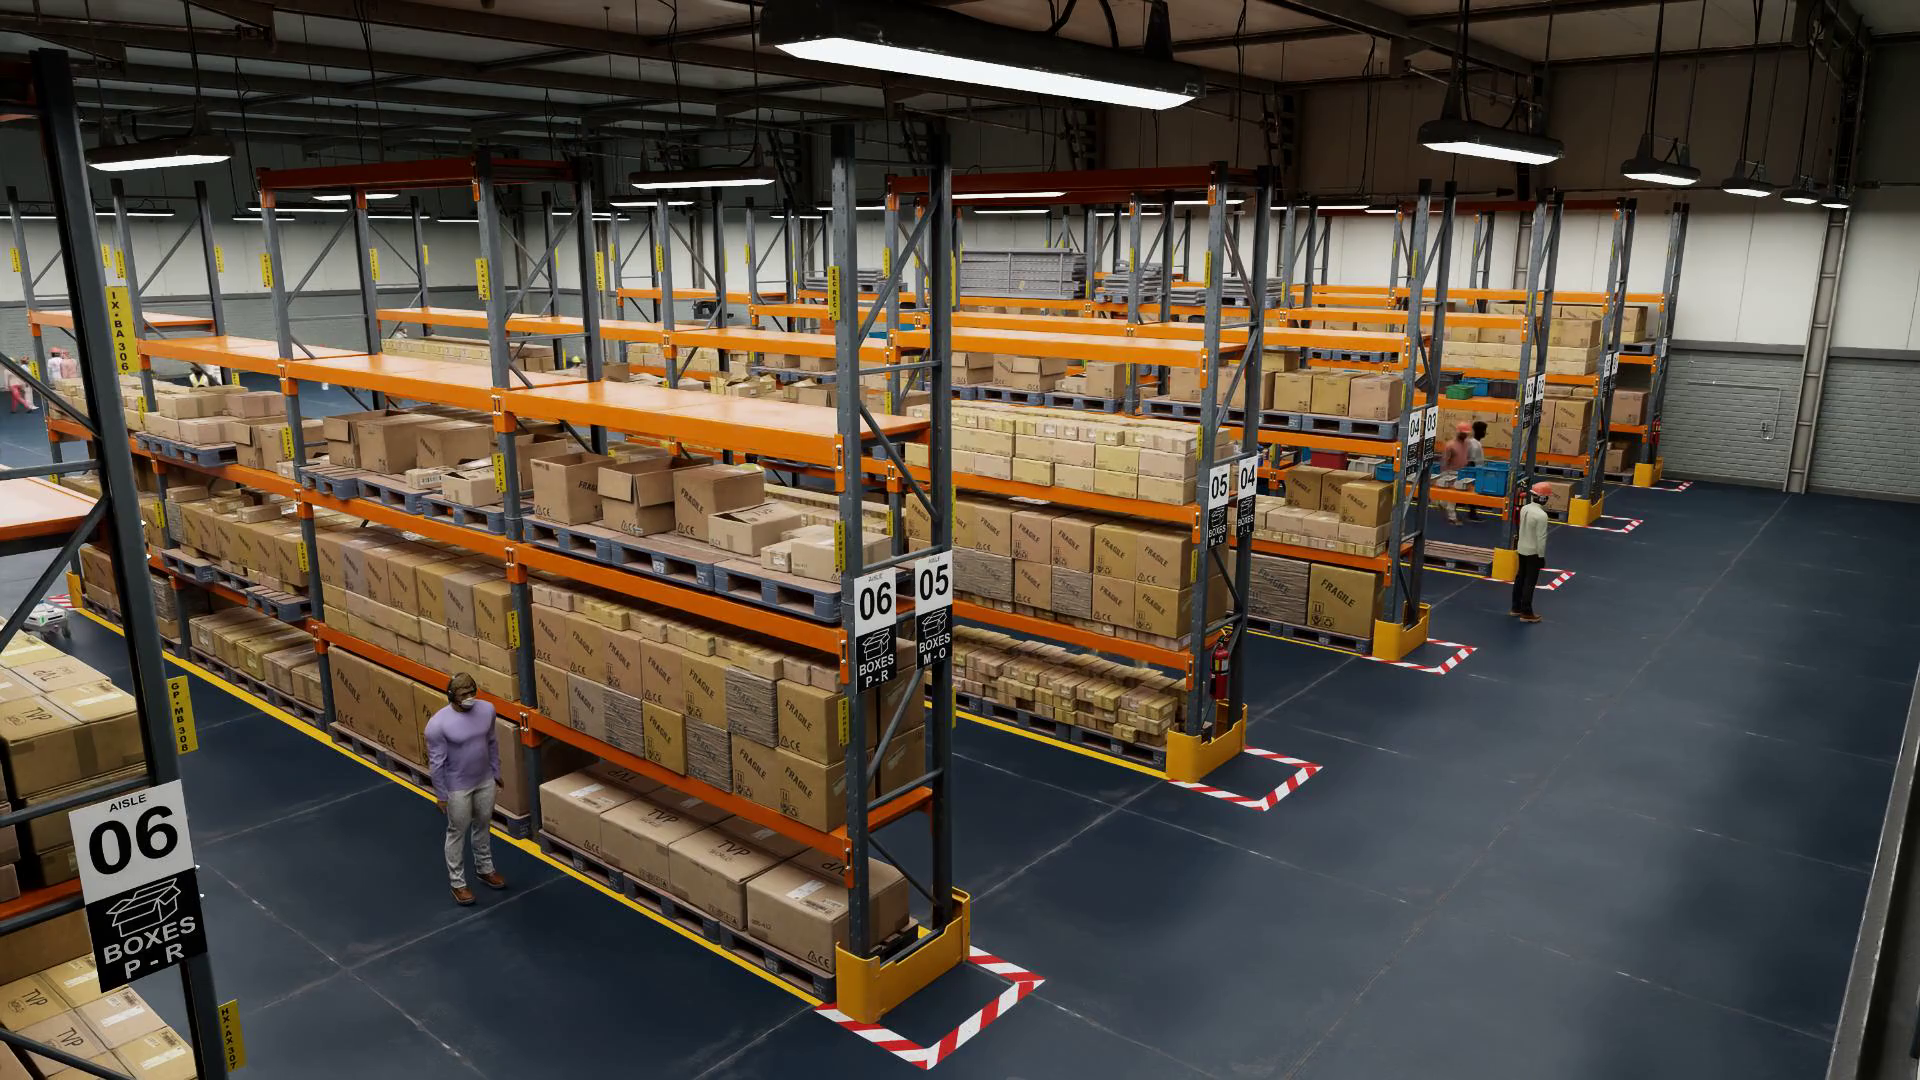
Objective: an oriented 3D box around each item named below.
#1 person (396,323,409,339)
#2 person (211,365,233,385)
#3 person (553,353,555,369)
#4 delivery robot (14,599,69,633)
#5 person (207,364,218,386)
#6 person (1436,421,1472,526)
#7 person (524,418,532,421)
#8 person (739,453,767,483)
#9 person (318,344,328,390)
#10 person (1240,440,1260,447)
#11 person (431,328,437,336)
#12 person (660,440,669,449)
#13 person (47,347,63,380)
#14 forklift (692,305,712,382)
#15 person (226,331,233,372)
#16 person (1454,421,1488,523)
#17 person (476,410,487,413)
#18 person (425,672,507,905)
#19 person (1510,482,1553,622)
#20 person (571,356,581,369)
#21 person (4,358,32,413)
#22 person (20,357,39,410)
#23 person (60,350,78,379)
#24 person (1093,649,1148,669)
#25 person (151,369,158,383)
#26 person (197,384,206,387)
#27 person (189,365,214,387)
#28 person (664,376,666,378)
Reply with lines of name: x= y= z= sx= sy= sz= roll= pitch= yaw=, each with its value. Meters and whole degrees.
person: x=-21.457 y=-7.345 z=48.680 sx=0.539 sy=2.000 sz=0.708 roll=-1 pitch=14 yaw=-2
person: x=-23.543 y=-5.241 z=40.312 sx=0.801 sy=1.854 sz=0.614 roll=7 pitch=15 yaw=25
person: x=-11.758 y=-4.467 z=36.794 sx=0.546 sy=2.041 sz=0.629 roll=-3 pitch=14 yaw=-13
delivery robot: x=-12.473 y=1.038 z=17.090 sx=0.707 sy=0.478 sz=0.477 roll=6 pitch=15 yaw=26
person: x=-25.741 y=-5.893 z=43.361 sx=0.380 sy=1.685 sz=0.535 roll=-2 pitch=14 yaw=-7
person: x=9.330 y=-1.286 z=23.814 sx=0.631 sy=1.970 sz=0.654 roll=-7 pitch=15 yaw=-28
person: x=-11.482 y=-3.472 z=33.101 sx=0.543 sy=1.827 sz=0.400 roll=-4 pitch=14 yaw=-18
person: x=-3.513 y=-0.645 z=21.446 sx=0.619 sy=1.845 sz=0.430 roll=5 pitch=14 yaw=19
person: x=-22.549 y=-6.126 z=44.474 sx=0.727 sy=1.591 sz=0.624 roll=11 pitch=17 yaw=37
person: x=6.268 y=-1.970 z=26.941 sx=0.607 sy=1.811 sz=0.629 roll=11 pitch=17 yaw=38
person: x=-21.568 y=-7.842 z=51.483 sx=0.504 sy=1.632 sz=0.270 roll=0 pitch=14 yaw=-1
person: x=-5.033 y=-0.831 z=22.108 sx=0.905 sy=1.899 sz=0.586 roll=4 pitch=14 yaw=18
person: x=-28.526 y=-5.151 z=39.915 sx=1.015 sy=1.892 sz=0.545 roll=4 pitch=14 yaw=17
forklift: x=-9.511 y=-7.392 z=47.124 sx=1.873 sy=2.768 sz=1.129 roll=11 pitch=17 yaw=38
person: x=-27.384 y=-6.894 z=47.135 sx=0.969 sy=1.859 sz=0.637 roll=12 pitch=18 yaw=40
person: x=9.721 y=-1.310 z=23.960 sx=0.609 sy=1.944 sz=0.624 roll=6 pitch=15 yaw=22
person: x=-12.172 y=-3.274 z=32.268 sx=0.573 sy=1.865 sz=0.905 roll=-8 pitch=16 yaw=-31
person: x=-4.038 y=2.003 z=10.349 sx=0.353 sy=1.937 sz=0.635 roll=9 pitch=16 yaw=32
person: x=8.121 y=0.157 z=17.847 sx=0.406 sy=1.987 sz=0.616 roll=-1 pitch=14 yaw=-3
person: x=-11.694 y=-4.746 z=38.510 sx=0.702 sy=1.742 sz=0.536 roll=5 pitch=15 yaw=21
person: x=-28.838 y=-4.721 z=38.473 sx=0.854 sy=1.724 sz=0.526 roll=2 pitch=14 yaw=7
person: x=-29.165 y=-4.910 z=39.408 sx=0.310 sy=1.642 sz=0.514 roll=-5 pitch=15 yaw=-20
person: x=-27.537 y=-4.926 z=38.925 sx=0.408 sy=1.906 sz=0.638 roll=-1 pitch=14 yaw=-4
person: x=1.962 y=0.886 z=15.270 sx=0.631 sy=1.793 sz=0.961 roll=-13 pitch=19 yaw=-43
person: x=-21.788 y=-3.745 z=34.229 sx=0.890 sy=1.842 sz=0.534 roll=-13 pitch=19 yaw=-42
person: x=-19.046 y=-3.091 z=31.816 sx=0.533 sy=1.693 sz=0.319 roll=-1 pitch=14 yaw=-4
person: x=-21.428 y=-4.083 z=35.696 sx=0.665 sy=1.804 sz=0.539 roll=-2 pitch=14 yaw=-7
person: x=-9.125 y=-4.671 z=38.442 sx=0.524 sy=1.619 sz=0.464 roll=-8 pitch=16 yaw=-30
